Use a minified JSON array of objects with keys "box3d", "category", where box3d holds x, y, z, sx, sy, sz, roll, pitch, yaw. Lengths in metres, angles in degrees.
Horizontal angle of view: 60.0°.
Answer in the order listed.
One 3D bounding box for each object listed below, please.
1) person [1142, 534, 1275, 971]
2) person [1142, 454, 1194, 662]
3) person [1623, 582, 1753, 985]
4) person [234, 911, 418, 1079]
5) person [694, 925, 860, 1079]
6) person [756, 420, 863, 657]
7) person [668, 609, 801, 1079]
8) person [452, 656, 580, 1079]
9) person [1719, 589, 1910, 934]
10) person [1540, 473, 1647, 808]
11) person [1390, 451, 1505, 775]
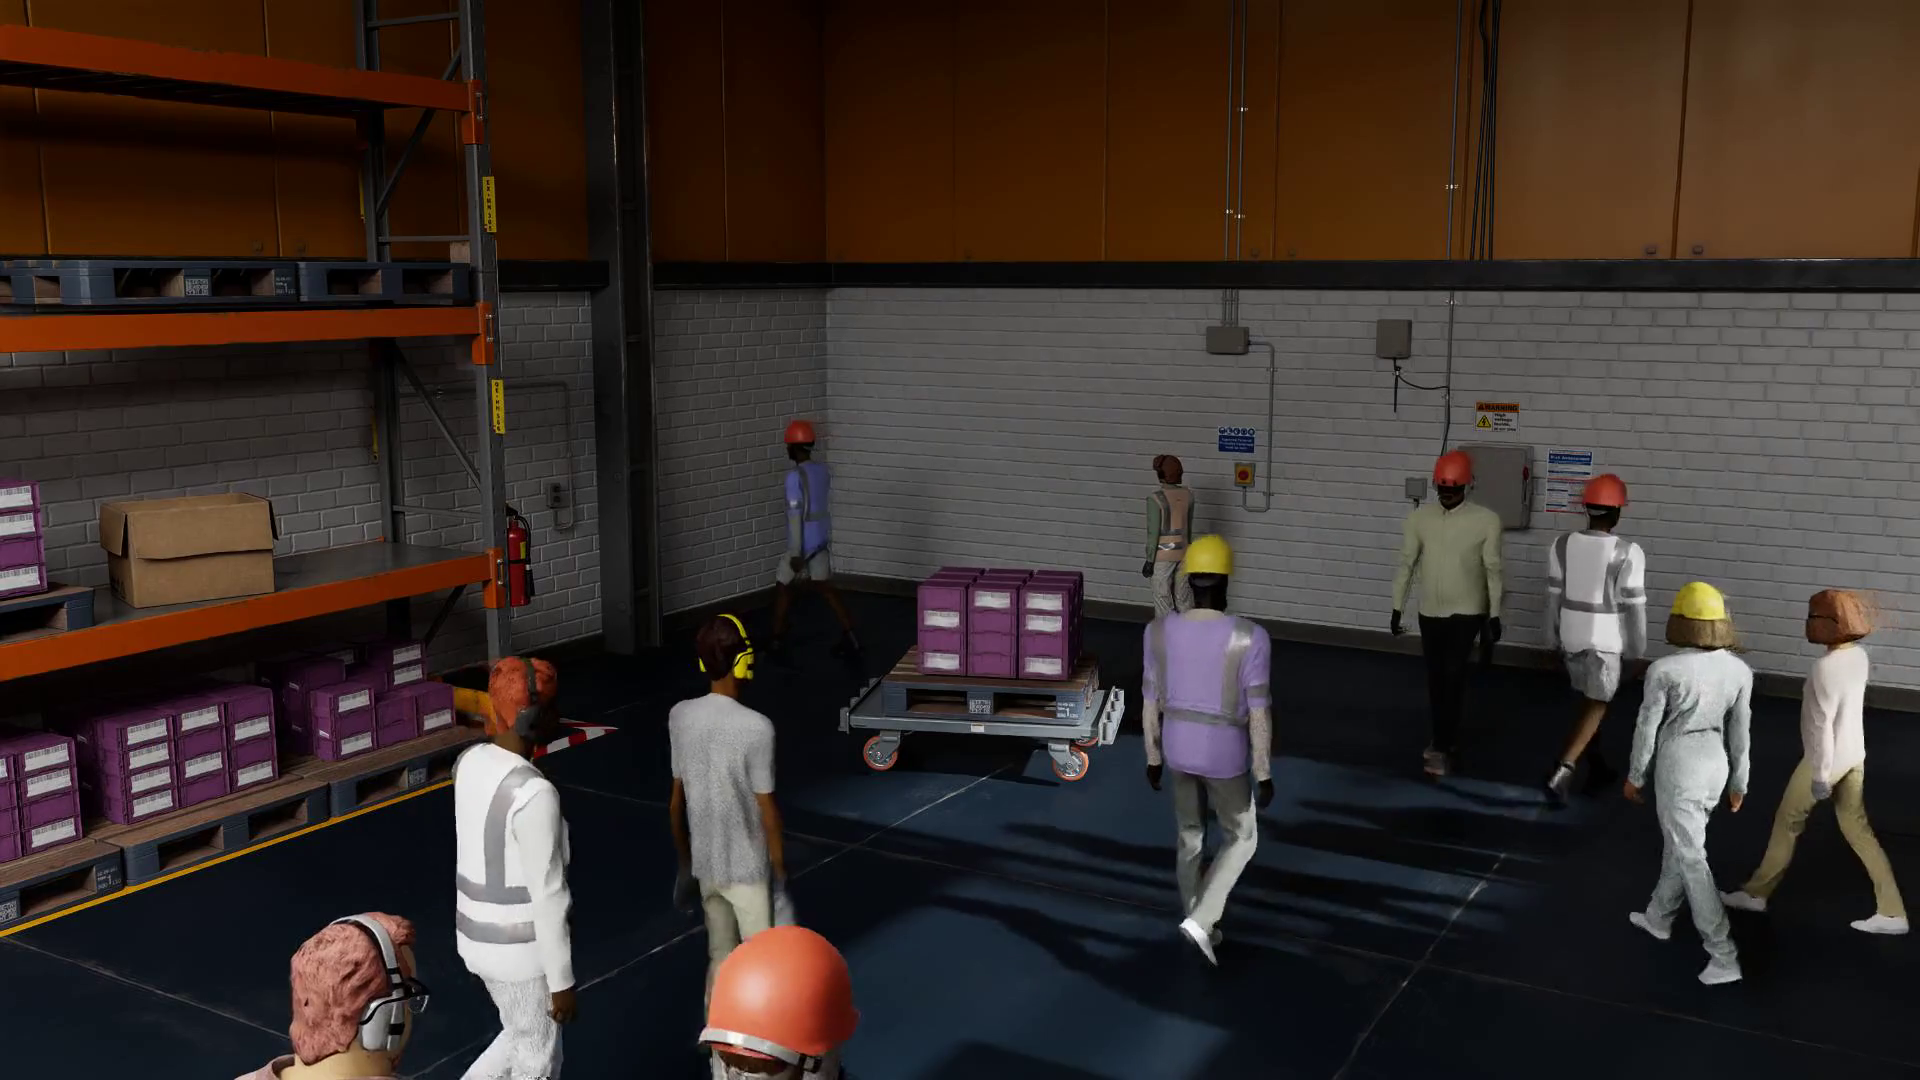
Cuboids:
[{"box3d":[1.055,0.930,7.189,0.615,1.911,0.543,6,11,31],"category":"person"},{"box3d":[1.615,0.155,12.903,0.522,1.639,0.309,-8,12,-43],"category":"person"},{"box3d":[3.202,1.033,7.237,0.495,1.706,0.874,-2,9,-14],"category":"person"},{"box3d":[-1.057,1.605,3.043,0.638,1.903,0.409,5,10,27],"category":"person"},{"box3d":[-0.329,1.623,2.750,0.597,1.959,0.881,4,10,24],"category":"person"},{"box3d":[-1.200,-0.007,13.131,0.958,1.897,0.558,5,10,29],"category":"person"},{"box3d":[-0.814,1.180,5.870,0.565,1.883,0.439,7,11,37],"category":"person"},{"box3d":[-1.442,1.284,5.169,0.514,1.870,0.581,-7,11,-36],"category":"person"},{"box3d":[4.015,1.019,7.690,0.504,1.597,0.830,-7,12,-39],"category":"person"},{"box3d":[3.610,0.568,9.527,0.940,1.904,0.556,-8,12,-42],"category":"person"},{"box3d":[2.918,0.438,10.134,0.666,1.955,0.831,7,12,38],"category":"person"}]
